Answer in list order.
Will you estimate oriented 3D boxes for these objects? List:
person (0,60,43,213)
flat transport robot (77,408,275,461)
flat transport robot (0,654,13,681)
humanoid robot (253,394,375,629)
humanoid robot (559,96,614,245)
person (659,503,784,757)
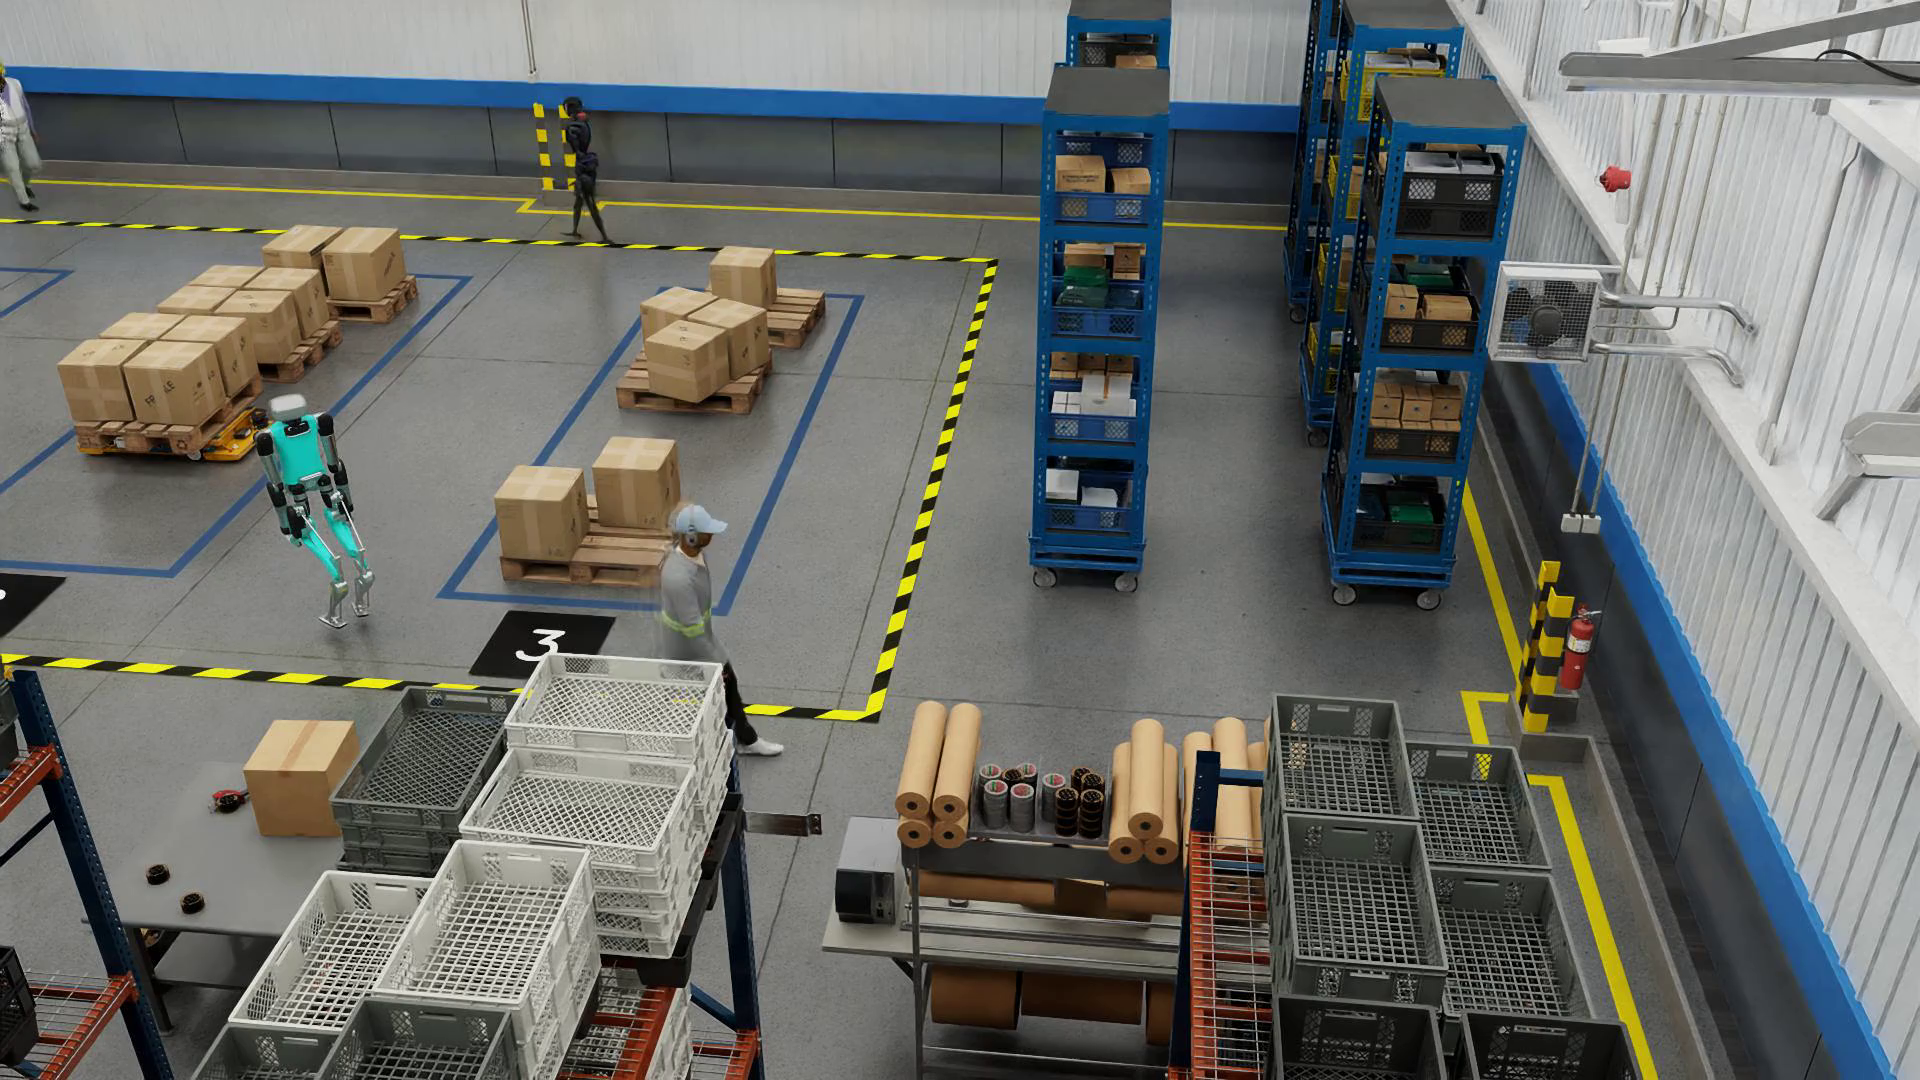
[{"bbox_3d":[-10.958,-4.691,19.196,0.506,1.811,0.616,17,34,27],"label":"person"},{"bbox_3d":[-6.728,-0.944,14.268,1.431,0.197,0.652,3,30,6],"label":"flat transport robot"},{"bbox_3d":[-7.142,0.969,11.010,1.431,0.231,0.659,3,30,6],"label":"flat transport robot"},{"bbox_3d":[-4.310,-0.137,11.316,0.533,1.677,0.735,-25,38,-36],"label":"humanoid robot"},{"bbox_3d":[-4.182,-4.023,18.200,0.626,1.637,0.614,-2,30,-3],"label":"humanoid robot"},{"bbox_3d":[-1.653,0.585,10.151,0.999,1.798,0.594,5,31,9],"label":"person"}]
